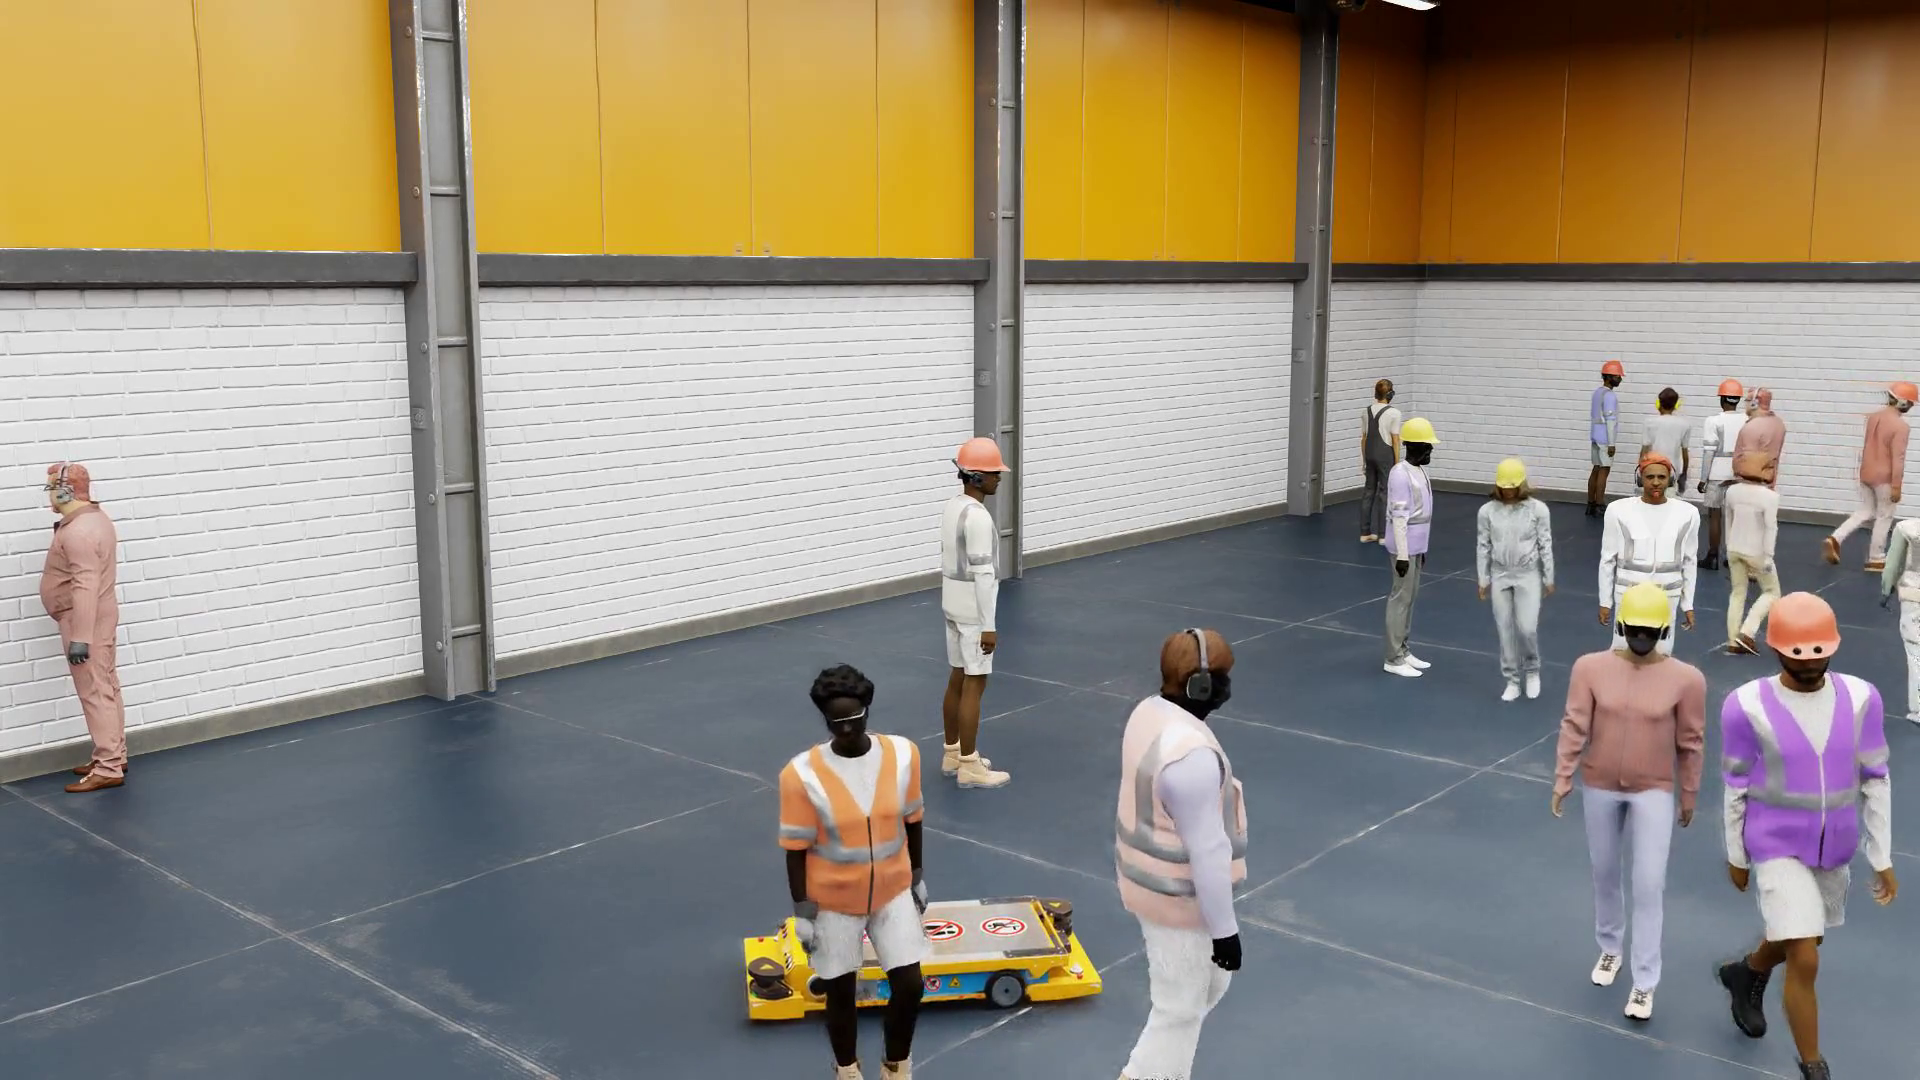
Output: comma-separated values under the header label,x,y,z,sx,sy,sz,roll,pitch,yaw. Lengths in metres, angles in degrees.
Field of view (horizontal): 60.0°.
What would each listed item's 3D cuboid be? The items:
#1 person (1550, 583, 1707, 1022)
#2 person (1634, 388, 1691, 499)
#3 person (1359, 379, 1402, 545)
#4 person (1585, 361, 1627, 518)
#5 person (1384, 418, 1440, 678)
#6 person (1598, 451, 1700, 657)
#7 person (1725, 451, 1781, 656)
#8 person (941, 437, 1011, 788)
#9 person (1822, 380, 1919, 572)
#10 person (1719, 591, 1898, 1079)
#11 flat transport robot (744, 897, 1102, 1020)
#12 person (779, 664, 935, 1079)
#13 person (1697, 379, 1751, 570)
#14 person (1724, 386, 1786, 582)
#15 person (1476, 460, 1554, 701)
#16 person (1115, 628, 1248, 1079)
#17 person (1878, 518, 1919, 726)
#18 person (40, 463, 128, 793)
label,x,y,z,sx,sy,sz,roll,pitch,yaw
person,2.699,1.042,6.760,0.544,1.741,0.700,5,11,31
person,7.160,-0.639,17.051,0.537,1.819,0.934,1,9,9
person,4.658,-0.859,18.412,0.342,1.839,0.501,-7,11,-36
person,7.951,-1.236,20.450,0.363,1.932,0.552,0,9,1
person,3.366,0.047,12.416,0.366,1.926,0.594,5,10,27
person,4.306,0.386,10.434,0.583,1.881,0.350,2,9,11
person,6.173,0.114,12.963,0.338,1.624,0.505,-4,10,-26
person,0.098,0.418,9.728,0.393,2.041,0.614,-3,10,-18
person,9.093,-0.622,16.567,0.719,1.954,0.656,0,9,-2
person,3.021,1.077,6.084,0.562,1.890,0.956,0,9,0
flat transport robot,-0.176,1.738,6.986,1.431,0.197,0.652,-1,9,-9
person,-0.346,1.238,5.705,0.559,1.672,0.493,-4,10,-23
person,7.730,-0.659,16.818,0.552,1.935,0.366,-1,9,-6
person,7.728,-0.544,16.203,0.648,1.905,0.404,-8,12,-40
person,3.847,0.285,11.580,0.517,1.706,0.435,6,11,31
person,0.742,1.196,5.540,0.440,1.828,0.623,0,9,-2
person,6.473,0.401,11.173,0.525,1.605,0.774,3,9,16
person,-5.090,0.500,9.645,0.403,1.904,0.652,-3,10,-19
